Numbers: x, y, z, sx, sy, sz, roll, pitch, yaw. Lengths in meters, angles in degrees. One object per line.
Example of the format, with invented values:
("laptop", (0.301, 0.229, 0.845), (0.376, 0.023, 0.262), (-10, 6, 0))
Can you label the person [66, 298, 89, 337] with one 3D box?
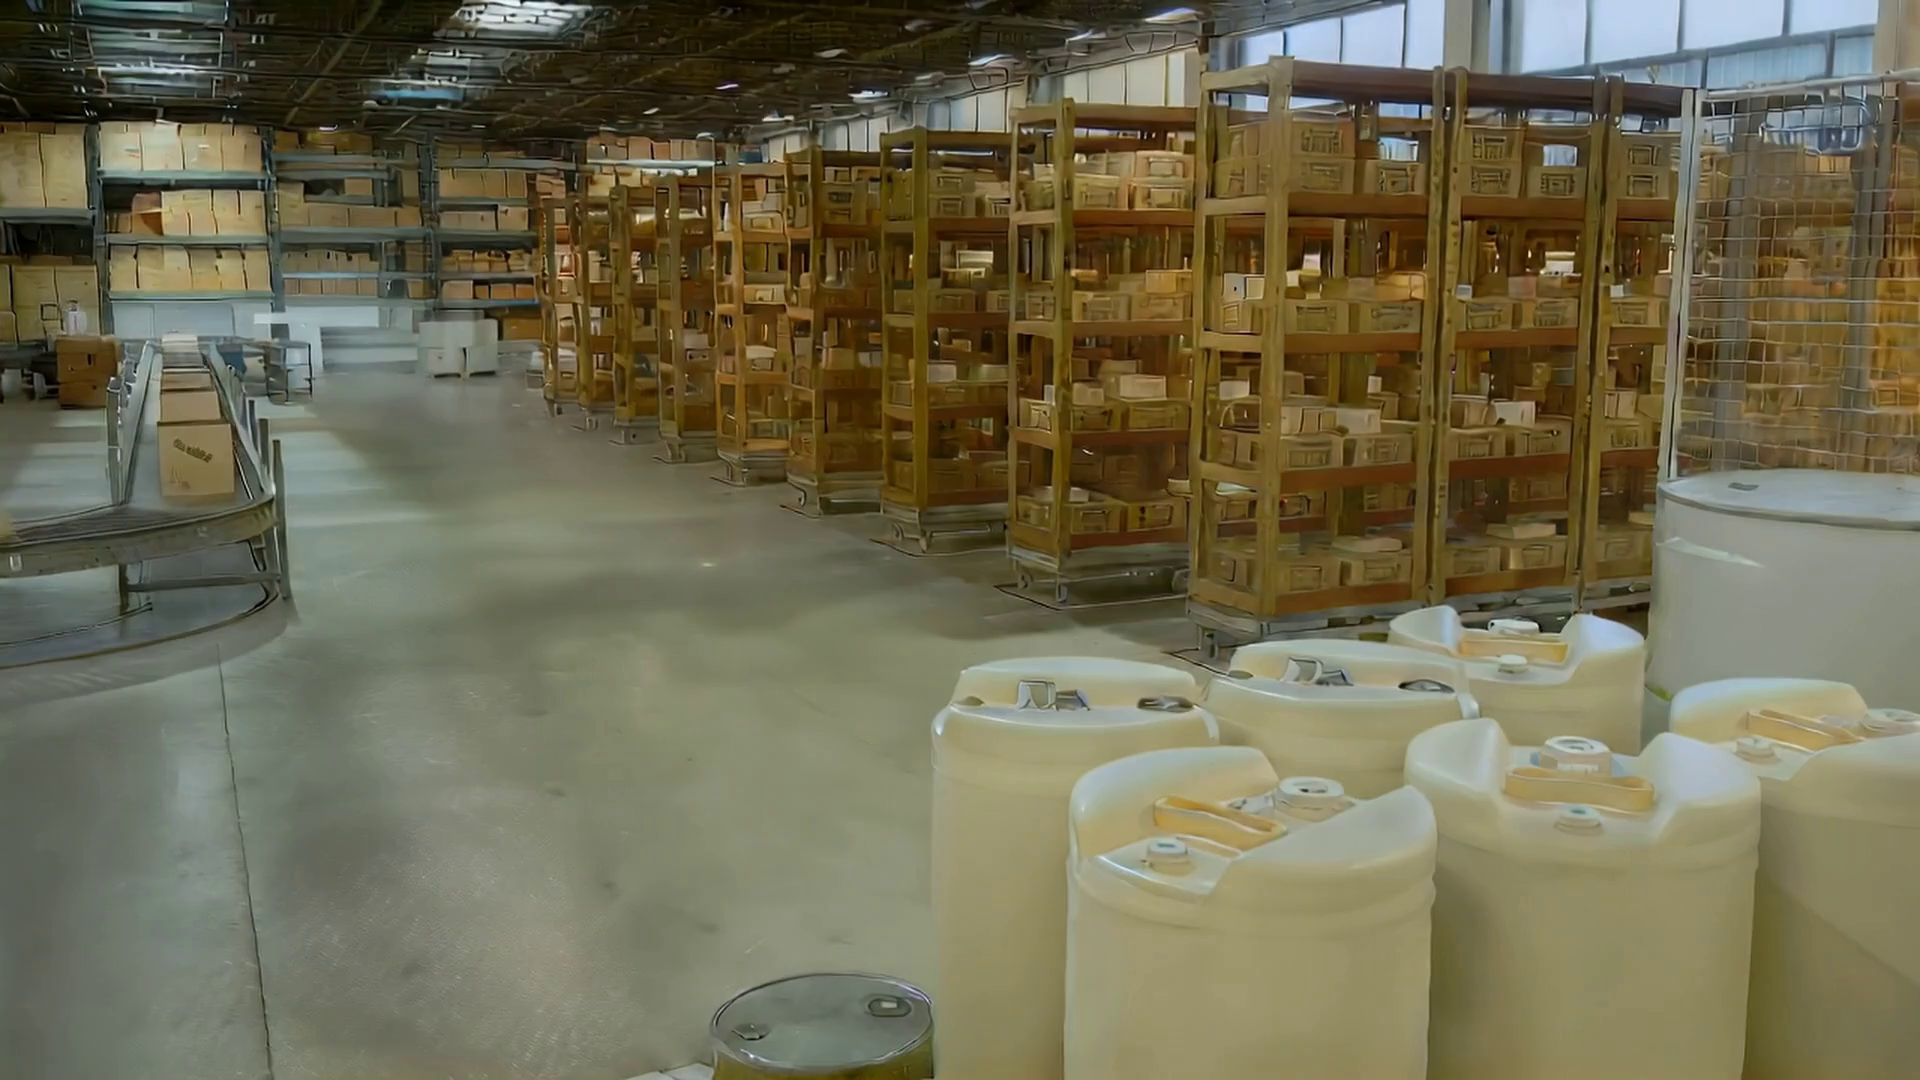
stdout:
("person", (-20.235, -4.635, 38.169), (0.422, 1.816, 0.585), (2, 9, 11))

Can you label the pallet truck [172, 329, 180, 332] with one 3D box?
("pallet truck", (-17.275, -3.851, 35.096), (1.601, 1.201, 0.680), (0, 9, 1))

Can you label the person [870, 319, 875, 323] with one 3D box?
("person", (-2.432, -6.590, 49.960), (0.730, 1.926, 1.015), (5, 10, 26))

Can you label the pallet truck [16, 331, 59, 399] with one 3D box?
("pallet truck", (-17.082, -3.353, 31.781), (1.630, 1.274, 0.653), (-4, 10, -25))

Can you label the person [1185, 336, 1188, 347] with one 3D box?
("person", (3.273, -2.624, 25.619), (0.604, 1.818, 0.735), (-2, 9, -13))
